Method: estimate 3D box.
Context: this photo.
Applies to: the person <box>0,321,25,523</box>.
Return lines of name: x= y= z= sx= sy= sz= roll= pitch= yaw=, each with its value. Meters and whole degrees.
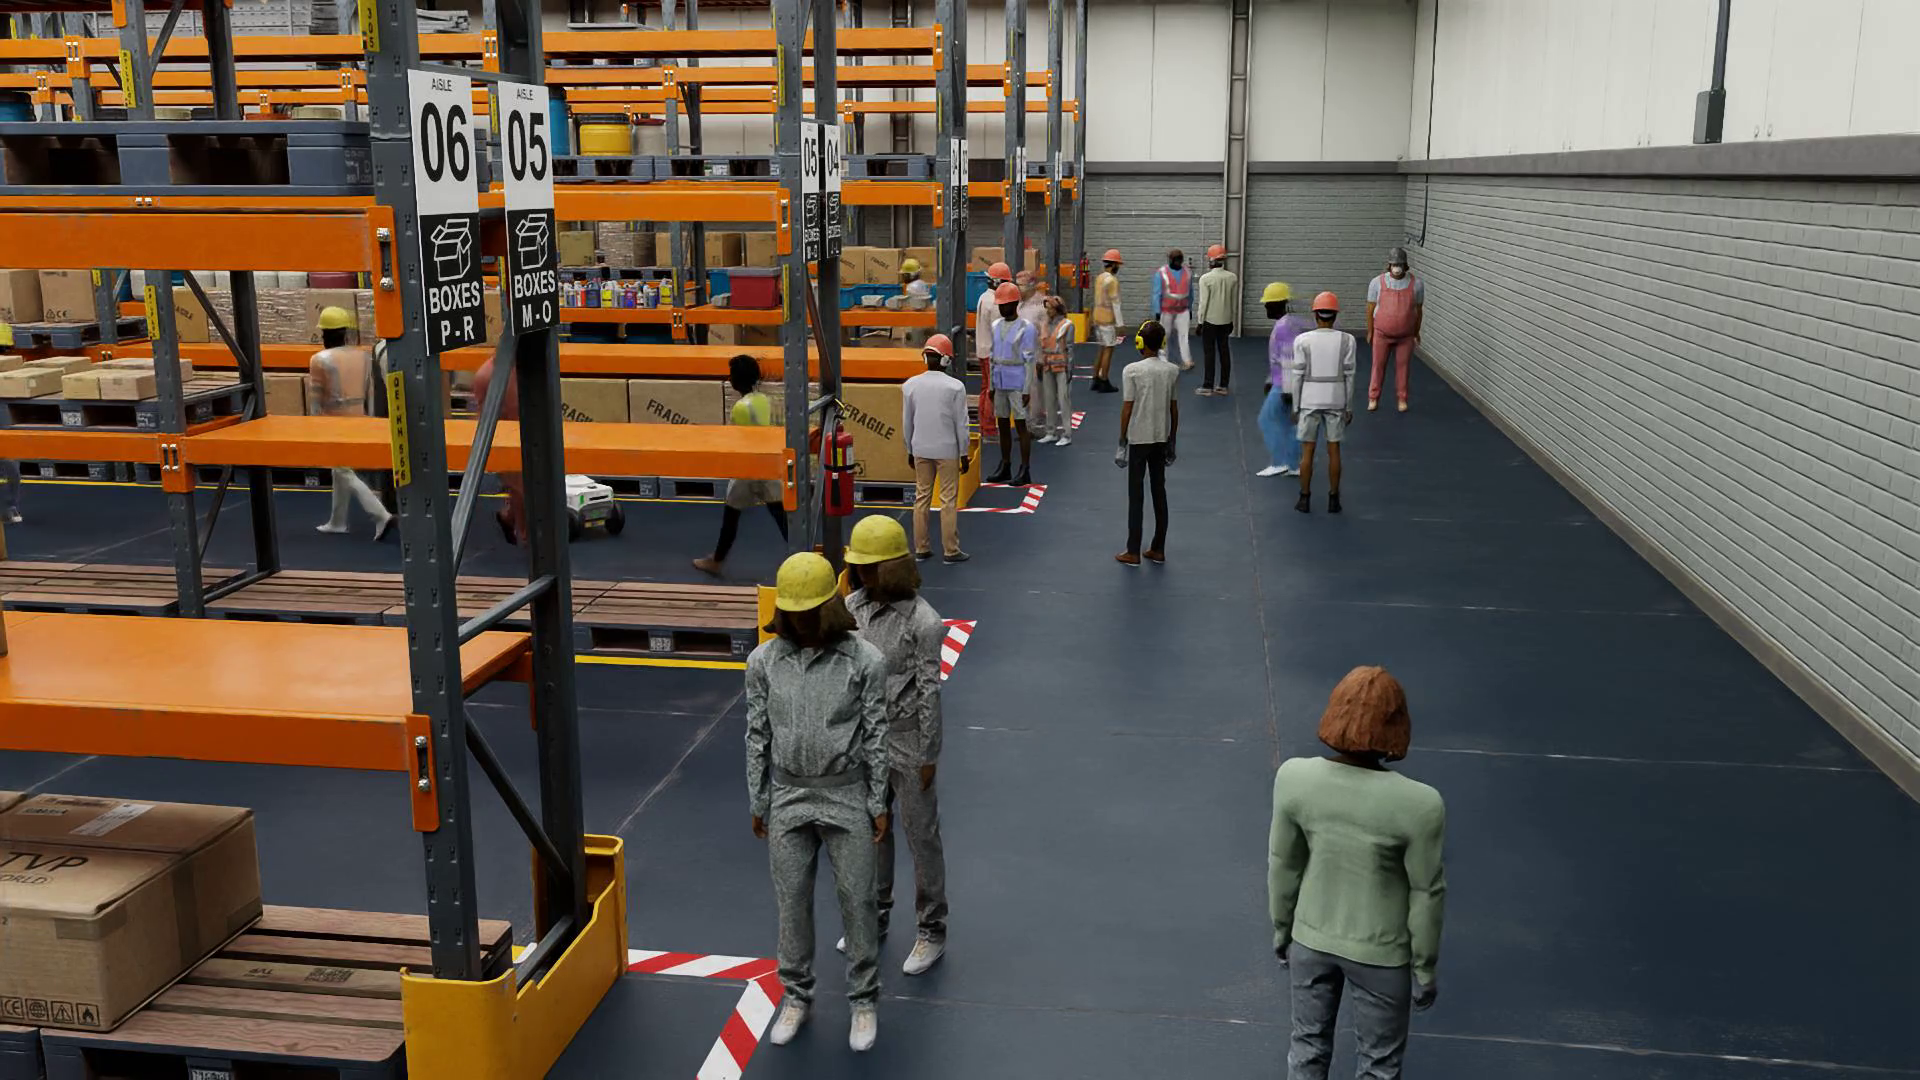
person: x=-8.122 y=-0.976 z=13.998 sx=0.630 sy=1.725 sz=0.416 roll=-5 pitch=13 yaw=-21

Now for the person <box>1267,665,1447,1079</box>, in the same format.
person: x=1.094 y=1.143 z=4.635 sx=0.501 sy=1.633 sz=0.286 roll=9 pitch=15 yaw=35

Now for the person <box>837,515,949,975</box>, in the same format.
person: x=-0.275 y=0.753 z=6.183 sx=0.483 sy=1.735 sz=0.342 roll=9 pitch=16 yaw=36

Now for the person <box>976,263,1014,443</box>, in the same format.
person: x=0.380 y=-2.047 z=18.261 sx=0.410 sy=1.980 sz=0.629 roll=-3 pitch=13 yaw=-15

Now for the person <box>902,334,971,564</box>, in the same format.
person: x=-0.163 y=-0.691 z=12.657 sx=0.563 sy=1.745 sz=0.336 roll=7 pitch=14 yaw=28

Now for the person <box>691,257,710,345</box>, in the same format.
person: x=-4.184 y=-3.958 z=26.987 sx=0.371 sy=1.933 sz=0.627 roll=-1 pitch=13 yaw=-3

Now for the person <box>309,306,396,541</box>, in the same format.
person: x=-4.938 y=-0.935 z=13.422 sx=0.880 sy=1.901 sz=0.588 roll=5 pitch=13 yaw=20

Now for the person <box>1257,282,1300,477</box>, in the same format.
person: x=3.097 y=-1.540 z=16.142 sx=0.557 sy=1.903 sz=0.621 roll=4 pitch=13 yaw=17

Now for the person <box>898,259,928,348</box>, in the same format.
person: x=-0.586 y=-2.909 z=22.568 sx=0.589 sy=1.803 sz=0.611 roll=4 pitch=13 yaw=19

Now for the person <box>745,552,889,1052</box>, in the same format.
person: x=-0.484 y=0.882 z=5.602 sx=0.489 sy=1.731 sz=0.320 roll=1 pitch=13 yaw=6

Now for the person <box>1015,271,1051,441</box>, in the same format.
person: x=0.752 y=-2.033 z=18.396 sx=0.656 sy=1.884 sz=0.458 roll=10 pitch=16 yaw=39

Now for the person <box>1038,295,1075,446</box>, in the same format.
person: x=1.048 y=-1.846 z=18.141 sx=0.317 sy=1.631 sz=0.525 roll=-12 pitch=17 yaw=-43

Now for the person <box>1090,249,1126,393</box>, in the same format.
person: x=2.016 y=-2.945 z=22.432 sx=0.401 sy=1.923 sz=0.657 roll=-4 pitch=13 yaw=-19

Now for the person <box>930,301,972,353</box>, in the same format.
person: x=-0.183 y=-3.730 z=26.229 sx=0.903 sy=1.800 sz=0.644 roll=1 pitch=13 yaw=6

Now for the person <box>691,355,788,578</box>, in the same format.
person: x=-1.518 y=-0.524 z=12.131 sx=0.881 sy=1.651 sz=0.533 roll=4 pitch=13 yaw=19

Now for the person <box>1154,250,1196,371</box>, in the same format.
person: x=3.230 y=-3.422 z=24.878 sx=0.659 sy=1.797 sz=0.935 roll=-3 pitch=13 yaw=-12

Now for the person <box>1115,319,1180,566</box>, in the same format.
person: x=1.412 y=-0.731 z=12.593 sx=0.517 sy=1.867 sz=0.340 roll=-6 pitch=14 yaw=-26

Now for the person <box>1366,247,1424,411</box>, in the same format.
person: x=5.400 y=-2.613 z=20.667 sx=0.688 sy=2.000 sz=0.536 roll=2 pitch=13 yaw=10

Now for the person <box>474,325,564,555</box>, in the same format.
person: x=-3.364 y=-0.744 z=12.610 sx=0.712 sy=1.873 sz=0.701 roll=11 pitch=17 yaw=42

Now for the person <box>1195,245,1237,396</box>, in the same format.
person: x=3.403 y=-2.922 z=22.170 sx=0.622 sy=1.991 sz=0.389 roll=-7 pitch=14 yaw=-30

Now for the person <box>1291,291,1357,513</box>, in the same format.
person: x=3.163 y=-1.193 z=14.513 sx=0.554 sy=1.932 sz=0.375 roll=2 pitch=13 yaw=8

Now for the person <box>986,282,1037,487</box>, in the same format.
person: x=0.461 y=-1.474 z=15.784 sx=0.545 sy=1.928 sz=0.383 roll=12 pitch=17 yaw=43
